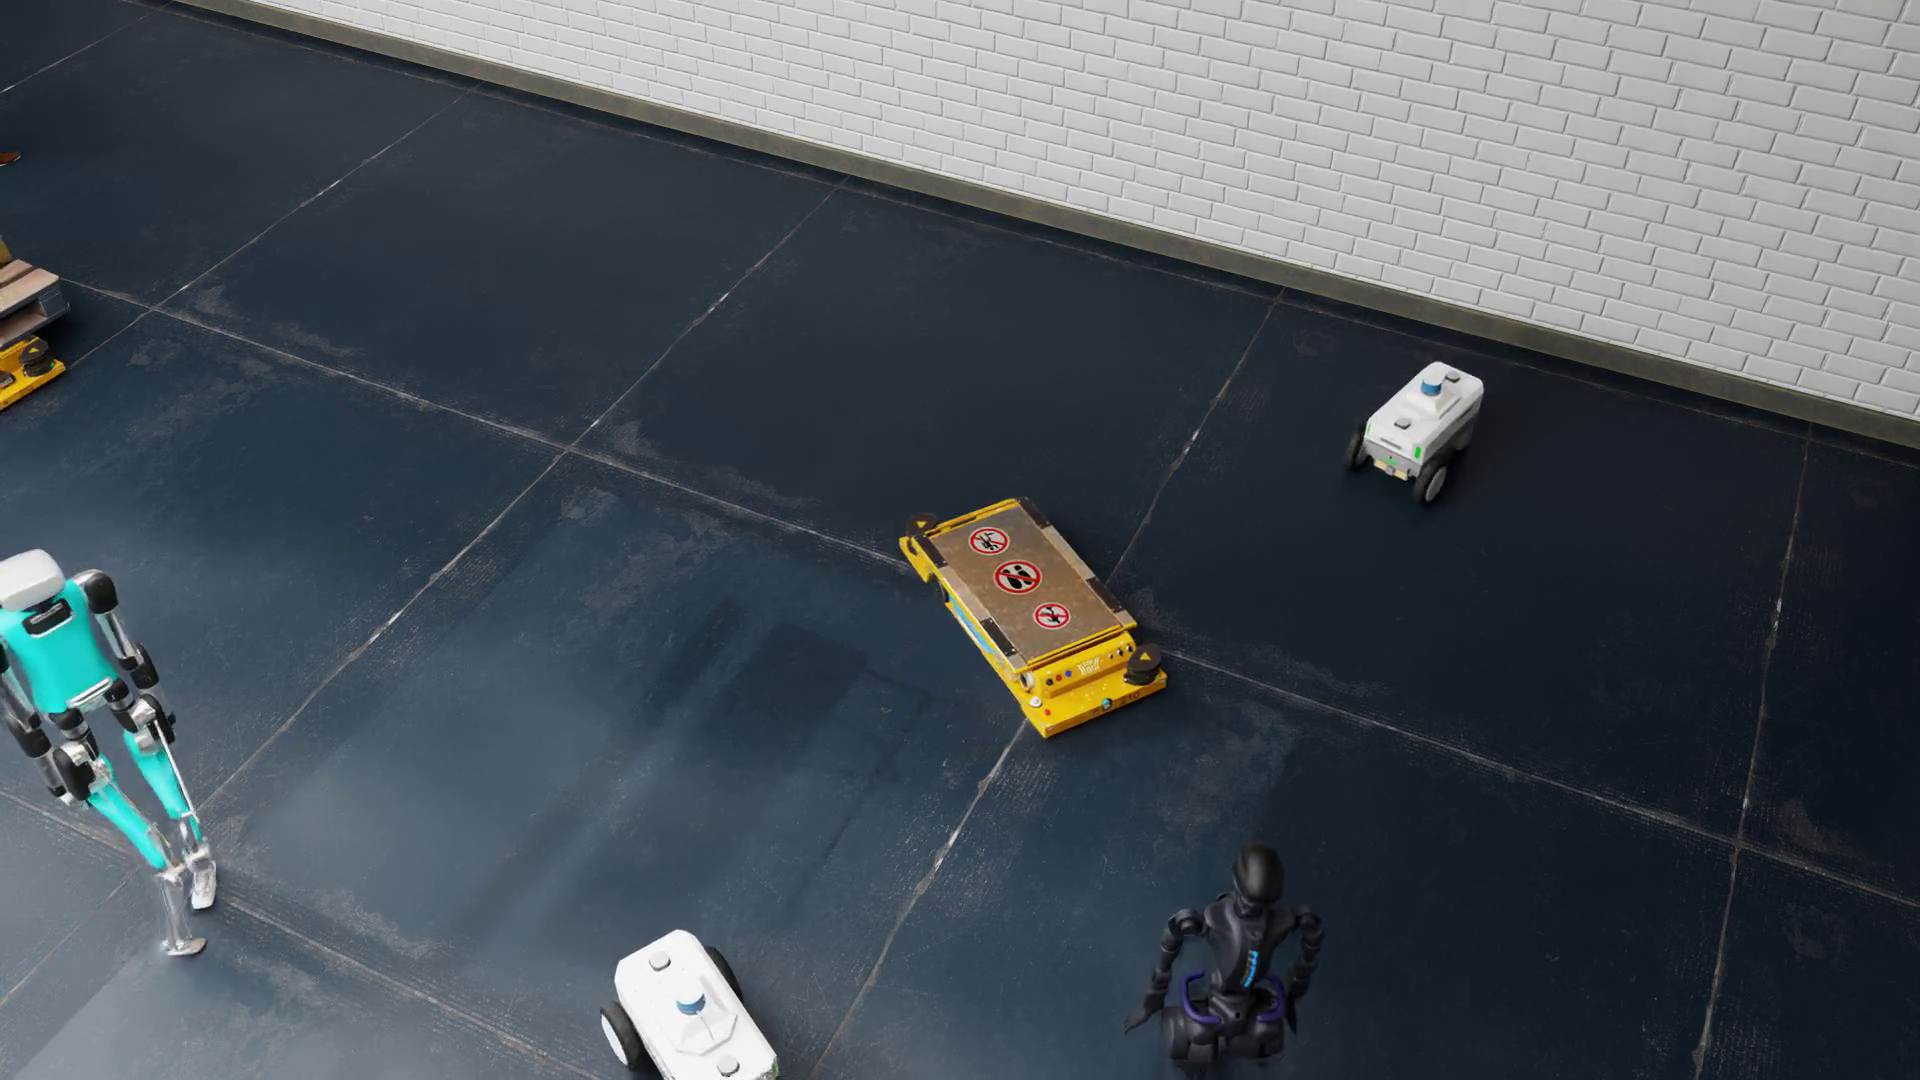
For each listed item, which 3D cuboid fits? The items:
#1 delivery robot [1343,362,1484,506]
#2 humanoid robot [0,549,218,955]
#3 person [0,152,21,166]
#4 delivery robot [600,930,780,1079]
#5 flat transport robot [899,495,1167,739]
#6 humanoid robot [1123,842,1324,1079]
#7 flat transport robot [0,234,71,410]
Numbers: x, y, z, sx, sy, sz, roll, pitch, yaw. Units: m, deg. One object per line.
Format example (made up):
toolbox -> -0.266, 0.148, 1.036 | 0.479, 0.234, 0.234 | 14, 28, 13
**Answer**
delivery robot -> 2.403, -0.588, 8.690 | 0.499, 0.609, 0.807 | 31, 51, 29
humanoid robot -> -3.085, 0.873, 6.231 | 0.796, 1.782, 0.579 | 27, 49, 26
person -> -6.568, -3.153, 10.650 | 0.498, 1.634, 0.281 | 17, 45, 17
delivery robot -> -0.967, 1.806, 6.092 | 0.499, 0.589, 0.785 | -25, 49, -25
flat transport robot -> 0.321, 0.301, 7.930 | 0.659, 0.231, 1.431 | -20, 47, -21
humanoid robot -> 0.858, 1.549, 5.584 | 0.610, 1.626, 0.786 | -2, 43, -3
flat transport robot -> -5.827, -1.066, 9.405 | 1.431, 0.231, 0.659 | 22, 47, 22
